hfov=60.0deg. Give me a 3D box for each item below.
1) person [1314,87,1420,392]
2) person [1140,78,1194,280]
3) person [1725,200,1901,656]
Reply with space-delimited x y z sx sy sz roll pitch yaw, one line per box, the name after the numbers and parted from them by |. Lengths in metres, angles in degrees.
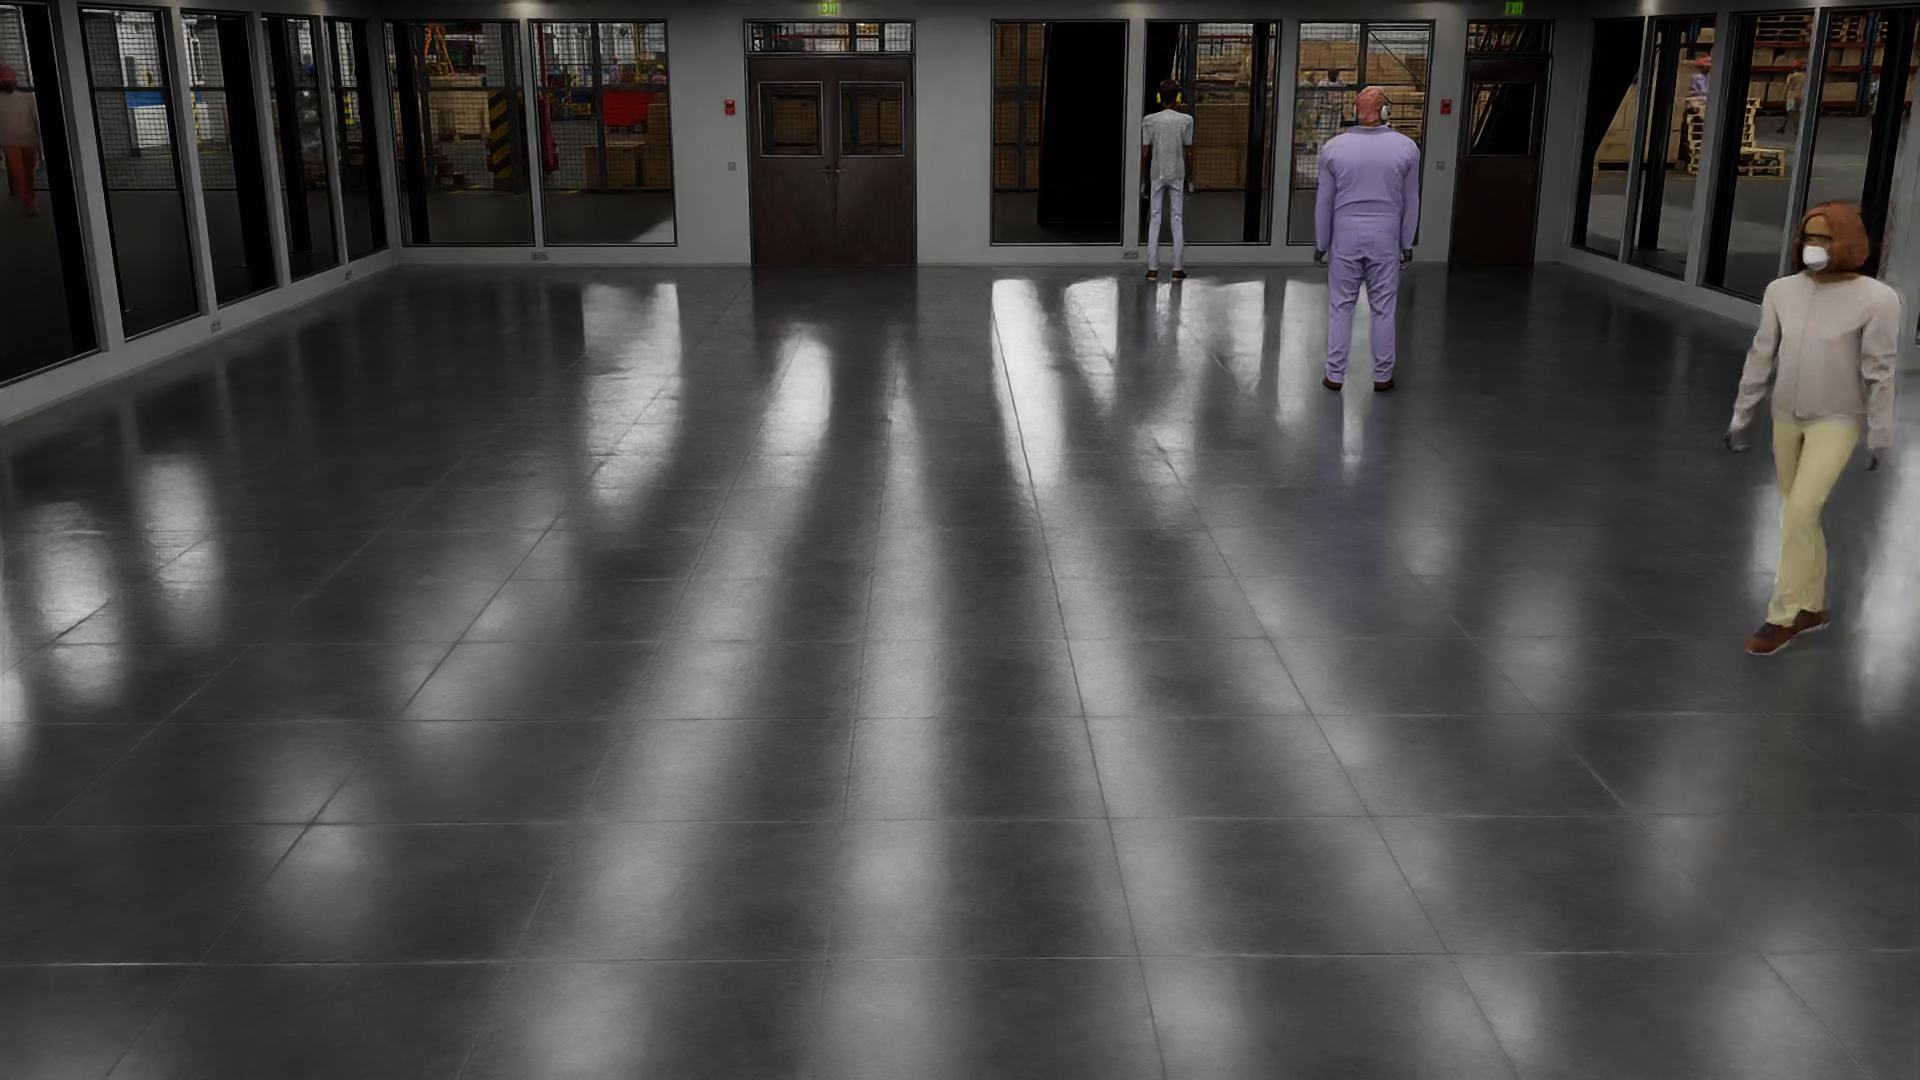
2.566 -1.890 10.548 0.636 1.902 0.406 3 17 11 | person
1.963 -3.405 15.753 0.513 1.876 0.328 3 17 10 | person
2.986 -0.393 5.950 0.675 1.603 0.519 -9 18 -27 | person
